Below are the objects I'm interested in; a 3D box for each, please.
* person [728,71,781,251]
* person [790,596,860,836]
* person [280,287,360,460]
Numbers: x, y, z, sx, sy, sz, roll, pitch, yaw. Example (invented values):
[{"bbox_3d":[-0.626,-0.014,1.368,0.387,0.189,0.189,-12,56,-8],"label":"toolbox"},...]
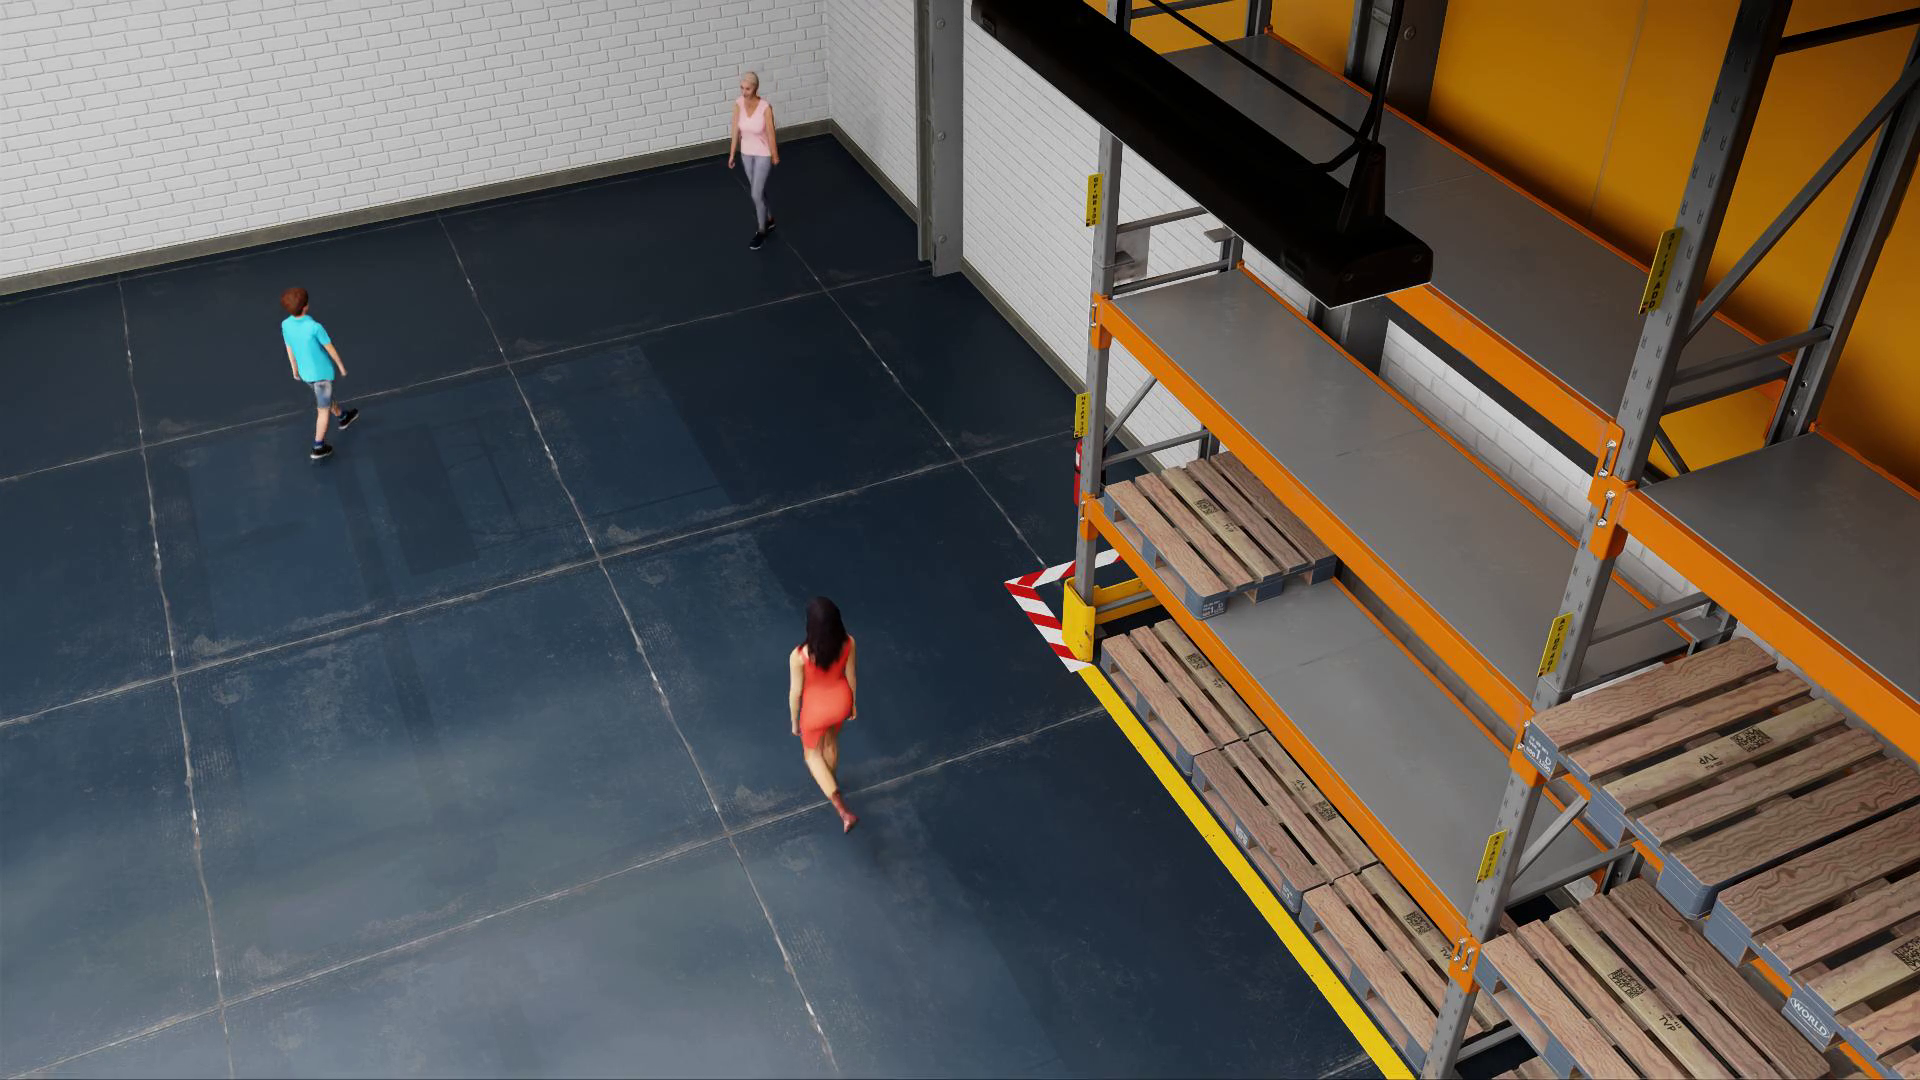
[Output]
[{"bbox_3d":[-1.903,-3.719,15.958,0.845,1.702,0.859,21,43,24],"label":"person"},{"bbox_3d":[-0.778,1.068,9.966,0.626,1.699,0.990,-19,42,-22],"label":"person"},{"bbox_3d":[-5.133,-1.308,13.166,0.928,1.419,1.015,10,40,12],"label":"person"}]
